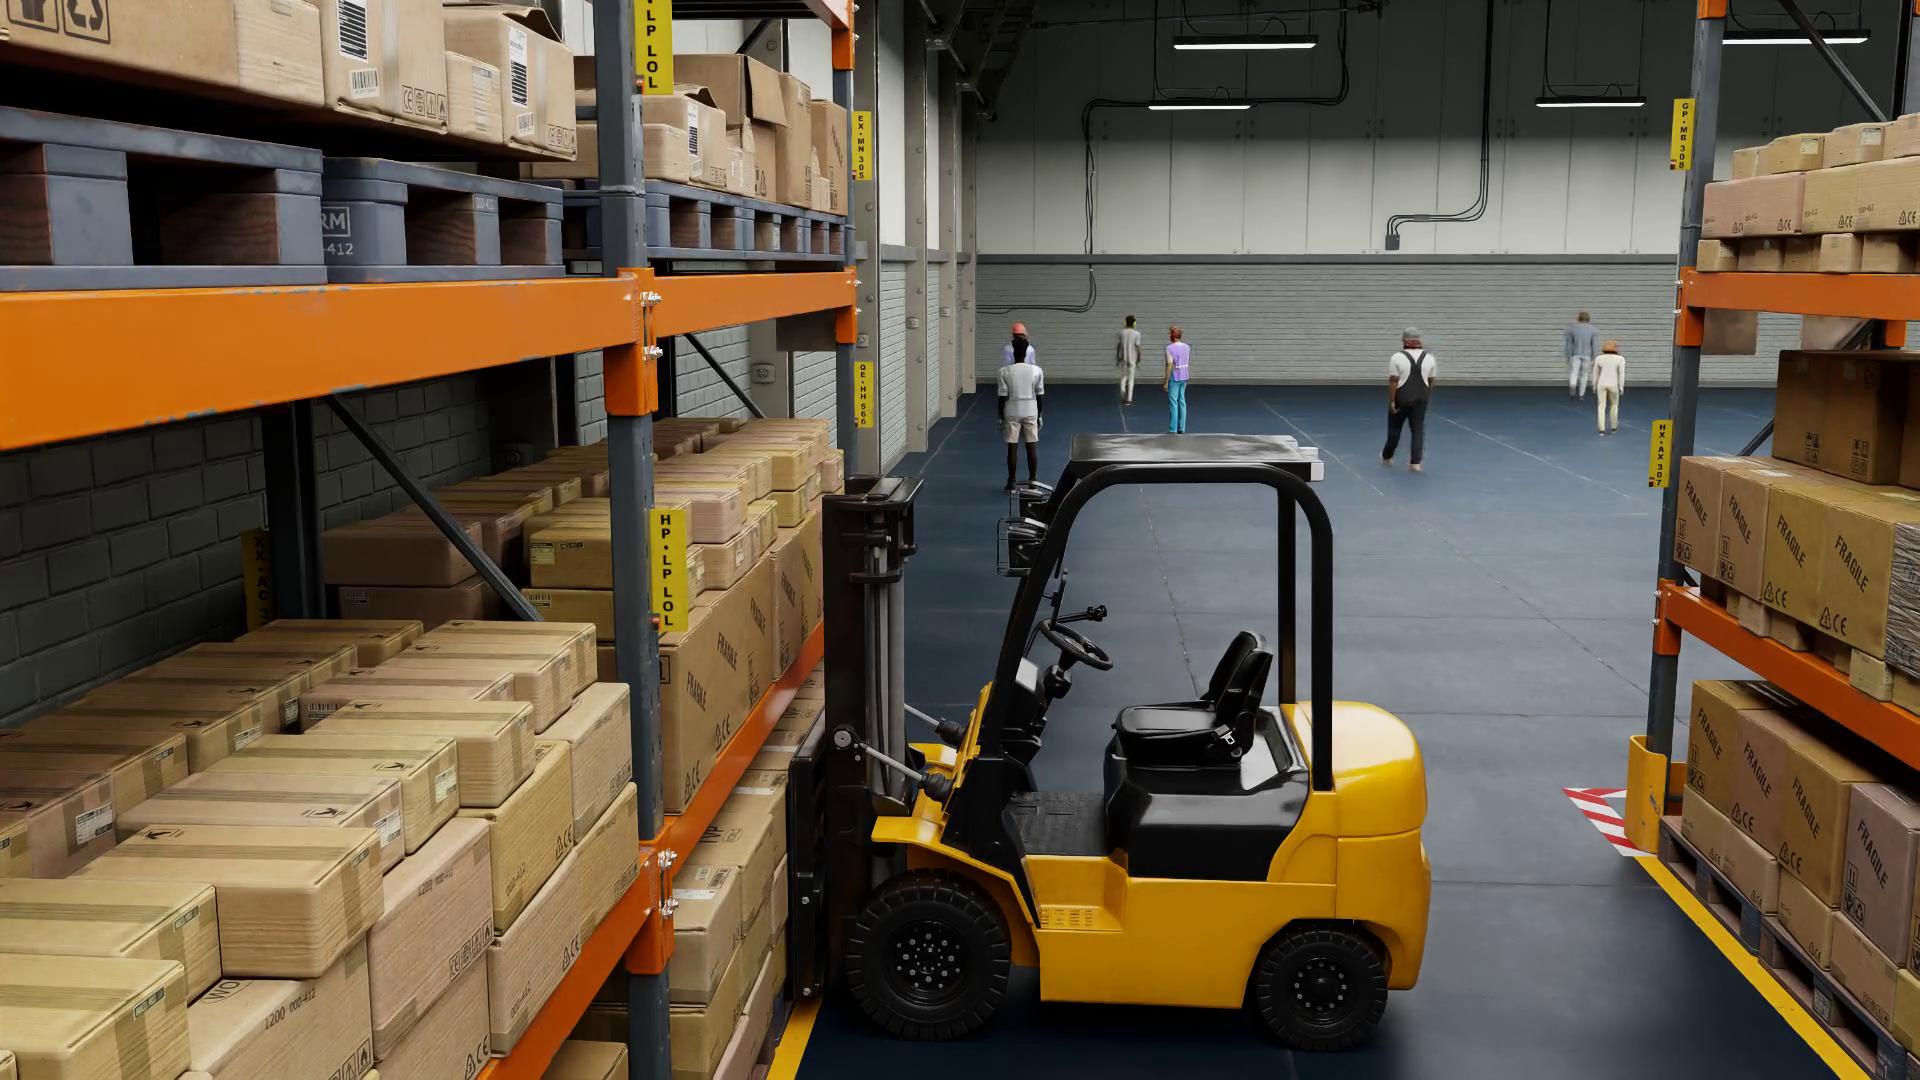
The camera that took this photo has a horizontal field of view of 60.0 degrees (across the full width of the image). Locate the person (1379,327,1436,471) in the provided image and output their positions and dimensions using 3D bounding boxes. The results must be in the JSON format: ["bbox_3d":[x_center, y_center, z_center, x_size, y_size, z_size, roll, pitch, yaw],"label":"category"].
[{"bbox_3d":[6.305,-2.022,23.495,0.697,2.000,1.000,-1,9,-8],"label":"person"}]

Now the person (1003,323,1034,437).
[{"bbox_3d":[0.994,-2.640,27.627,0.551,1.916,0.749,-4,10,-25],"label":"person"}]

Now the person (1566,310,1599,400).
[{"bbox_3d":[13.208,-3.916,35.357,0.634,1.917,0.690,4,10,23],"label":"person"}]

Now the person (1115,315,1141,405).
[{"bbox_3d":[3.480,-3.711,34.278,0.555,1.857,0.404,5,10,26],"label":"person"}]

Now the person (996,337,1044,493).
[{"bbox_3d":[0.757,-1.568,20.966,0.604,1.966,0.367,-2,10,-10],"label":"person"}]

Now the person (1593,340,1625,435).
[{"bbox_3d":[11.049,-2.596,28.284,0.523,1.592,0.801,6,11,31],"label":"person"}]

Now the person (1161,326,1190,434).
[{"bbox_3d":[3.645,-2.673,28.018,0.390,1.850,0.565,9,13,43],"label":"person"}]
